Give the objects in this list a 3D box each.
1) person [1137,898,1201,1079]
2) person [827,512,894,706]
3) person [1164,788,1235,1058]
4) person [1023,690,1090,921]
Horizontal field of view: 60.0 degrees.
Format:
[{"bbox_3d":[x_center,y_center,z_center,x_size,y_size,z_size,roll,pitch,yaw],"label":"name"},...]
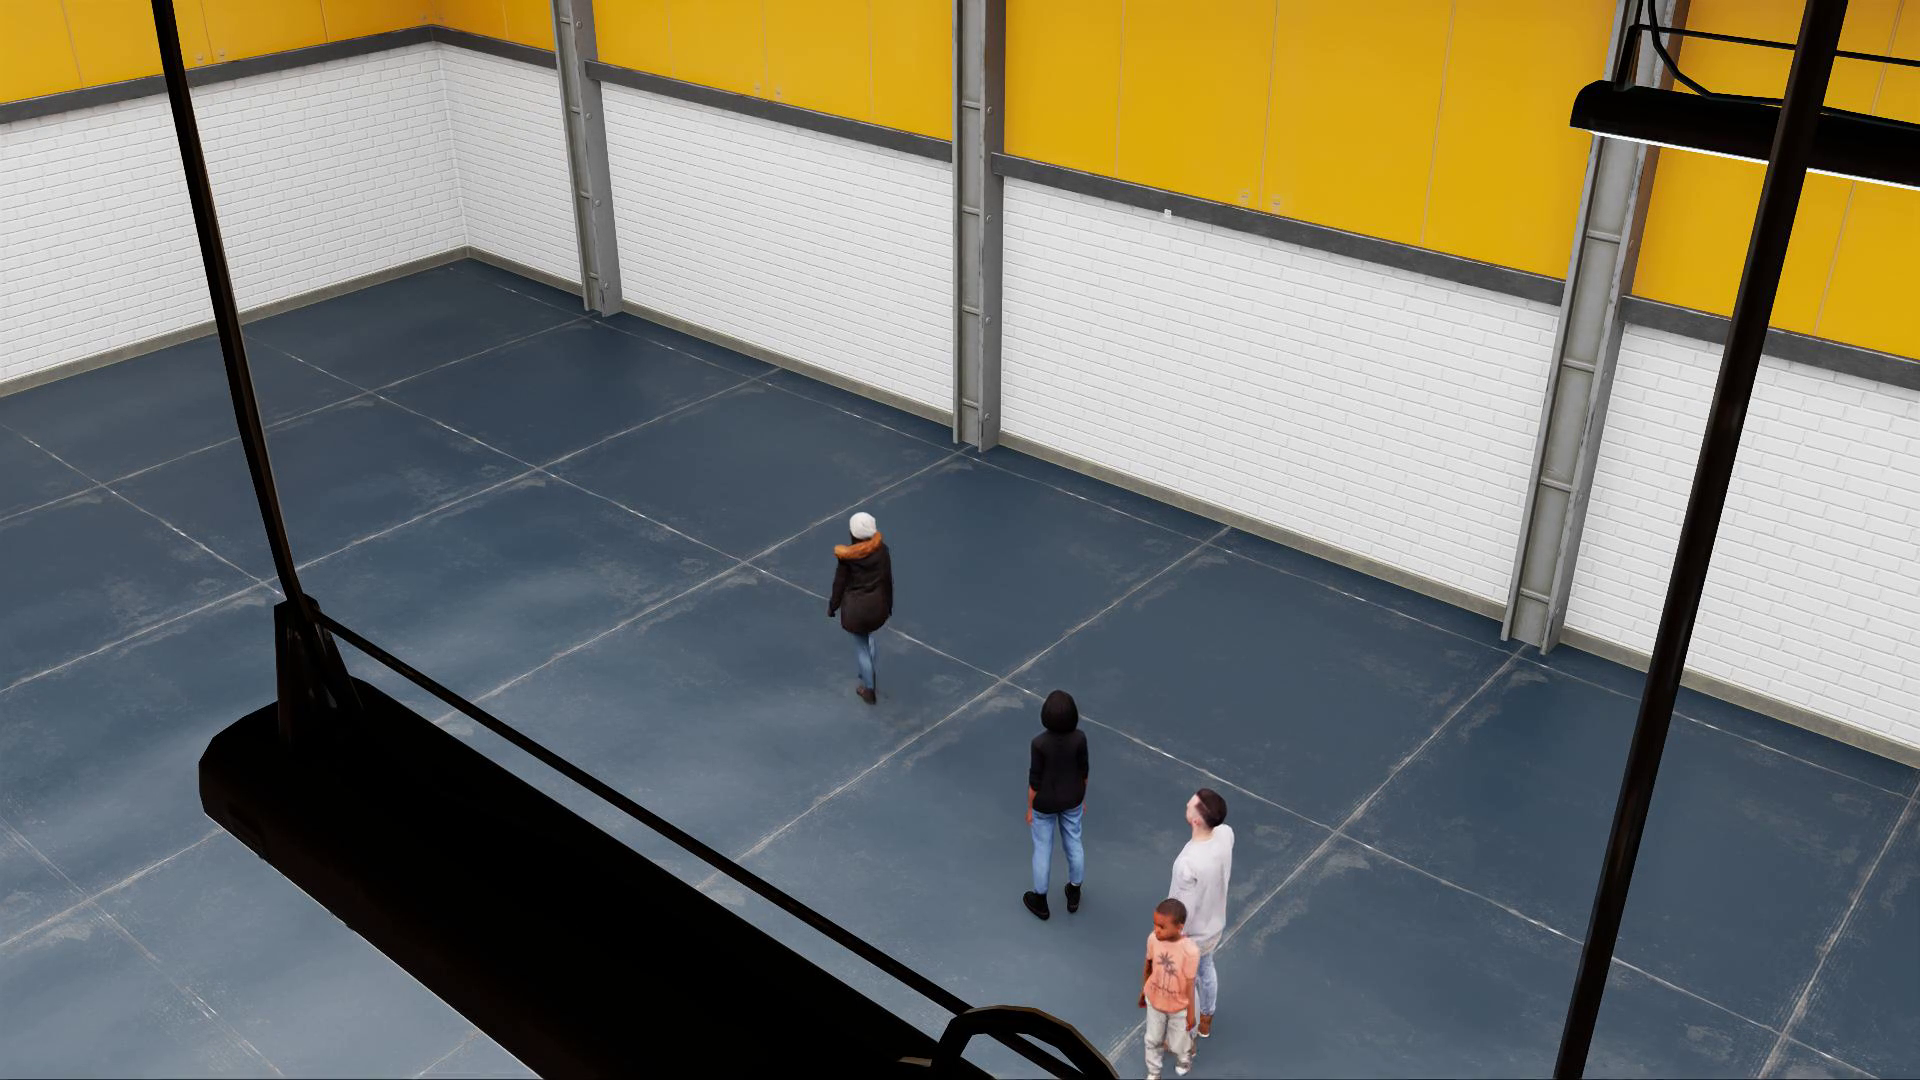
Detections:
[{"bbox_3d":[1.203,2.556,9.376,0.633,1.303,0.573,17,33,29],"label":"person"},{"bbox_3d":[-0.700,0.551,12.715,0.687,1.626,0.733,-19,34,-31],"label":"person"},{"bbox_3d":[1.354,2.177,9.509,0.540,1.840,0.668,21,35,34],"label":"person"},{"bbox_3d":[0.618,1.677,10.570,0.663,1.702,0.696,-8,30,-14],"label":"person"}]
